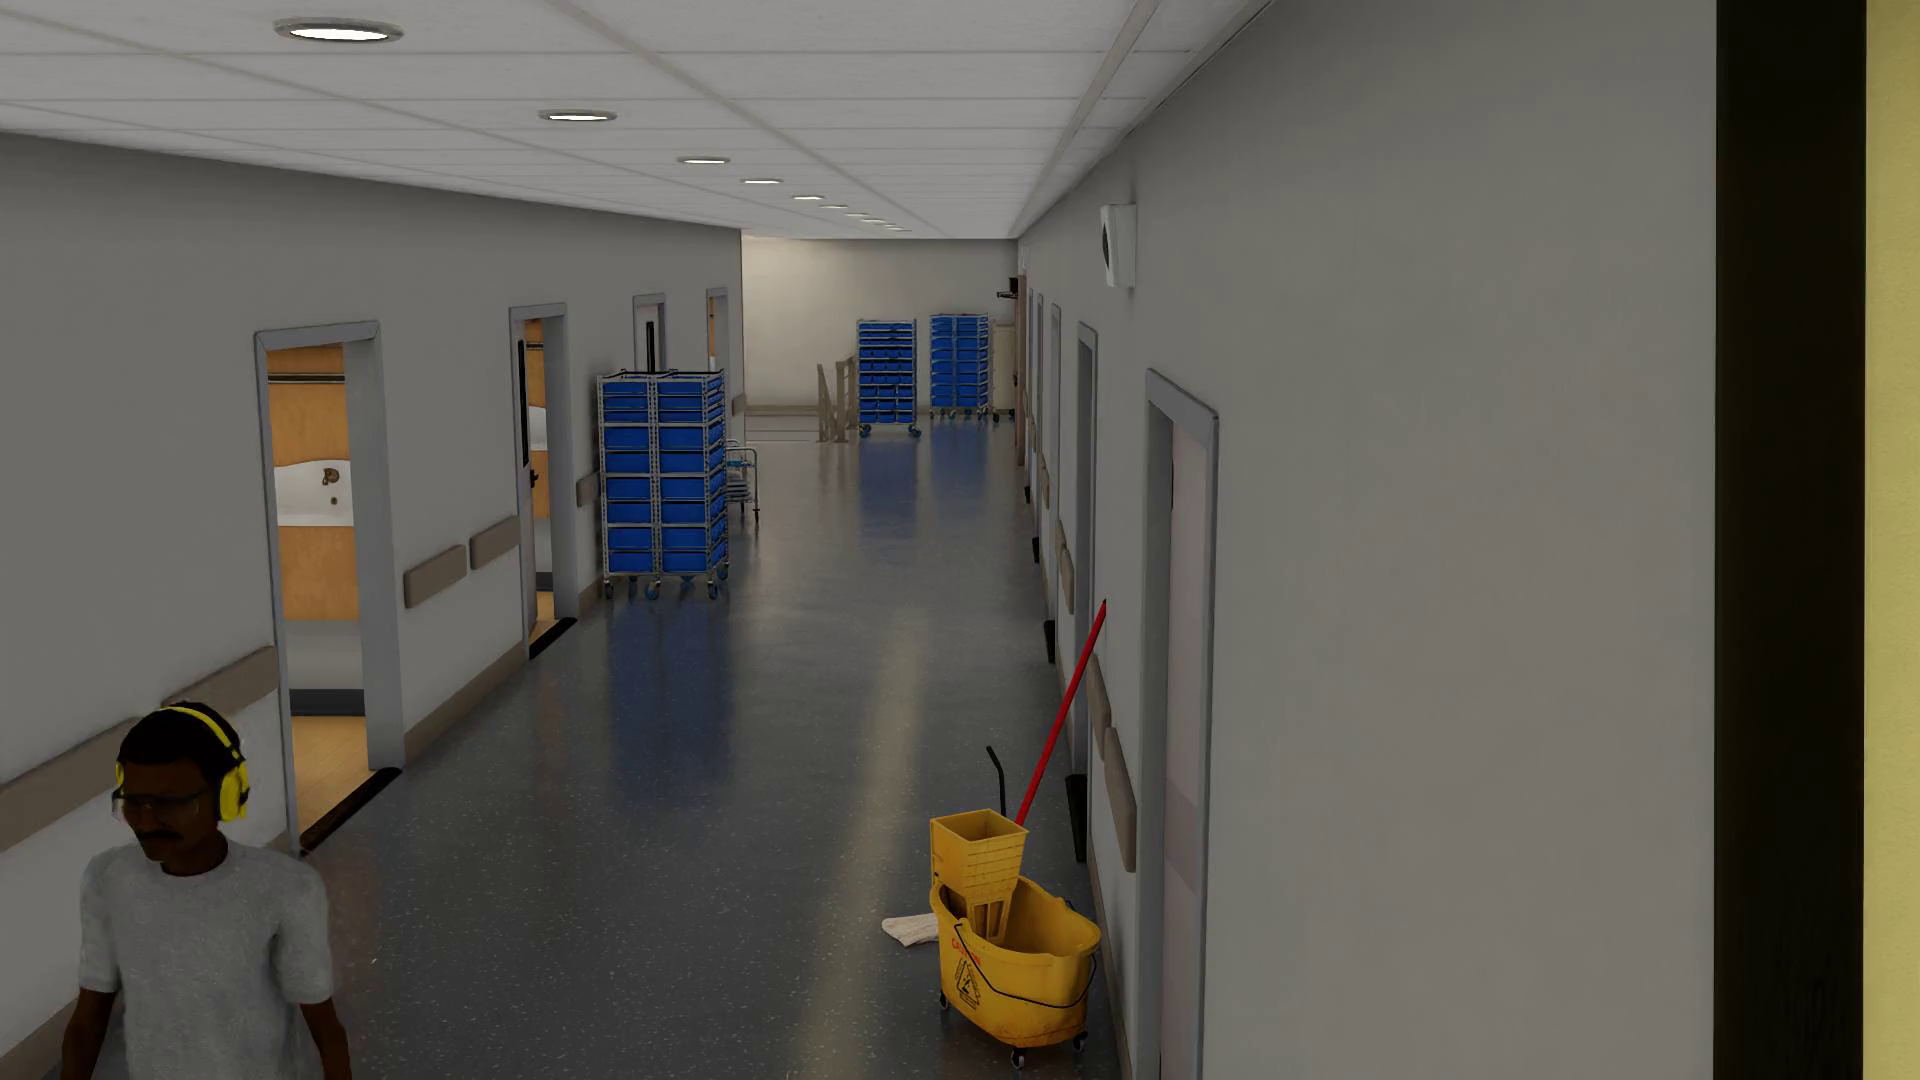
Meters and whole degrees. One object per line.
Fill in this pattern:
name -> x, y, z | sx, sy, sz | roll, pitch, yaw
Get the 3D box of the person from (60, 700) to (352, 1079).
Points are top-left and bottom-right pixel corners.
person -> -1.464, 1.183, 3.289 | 0.520, 1.814, 1.022 | 3, 10, 17
